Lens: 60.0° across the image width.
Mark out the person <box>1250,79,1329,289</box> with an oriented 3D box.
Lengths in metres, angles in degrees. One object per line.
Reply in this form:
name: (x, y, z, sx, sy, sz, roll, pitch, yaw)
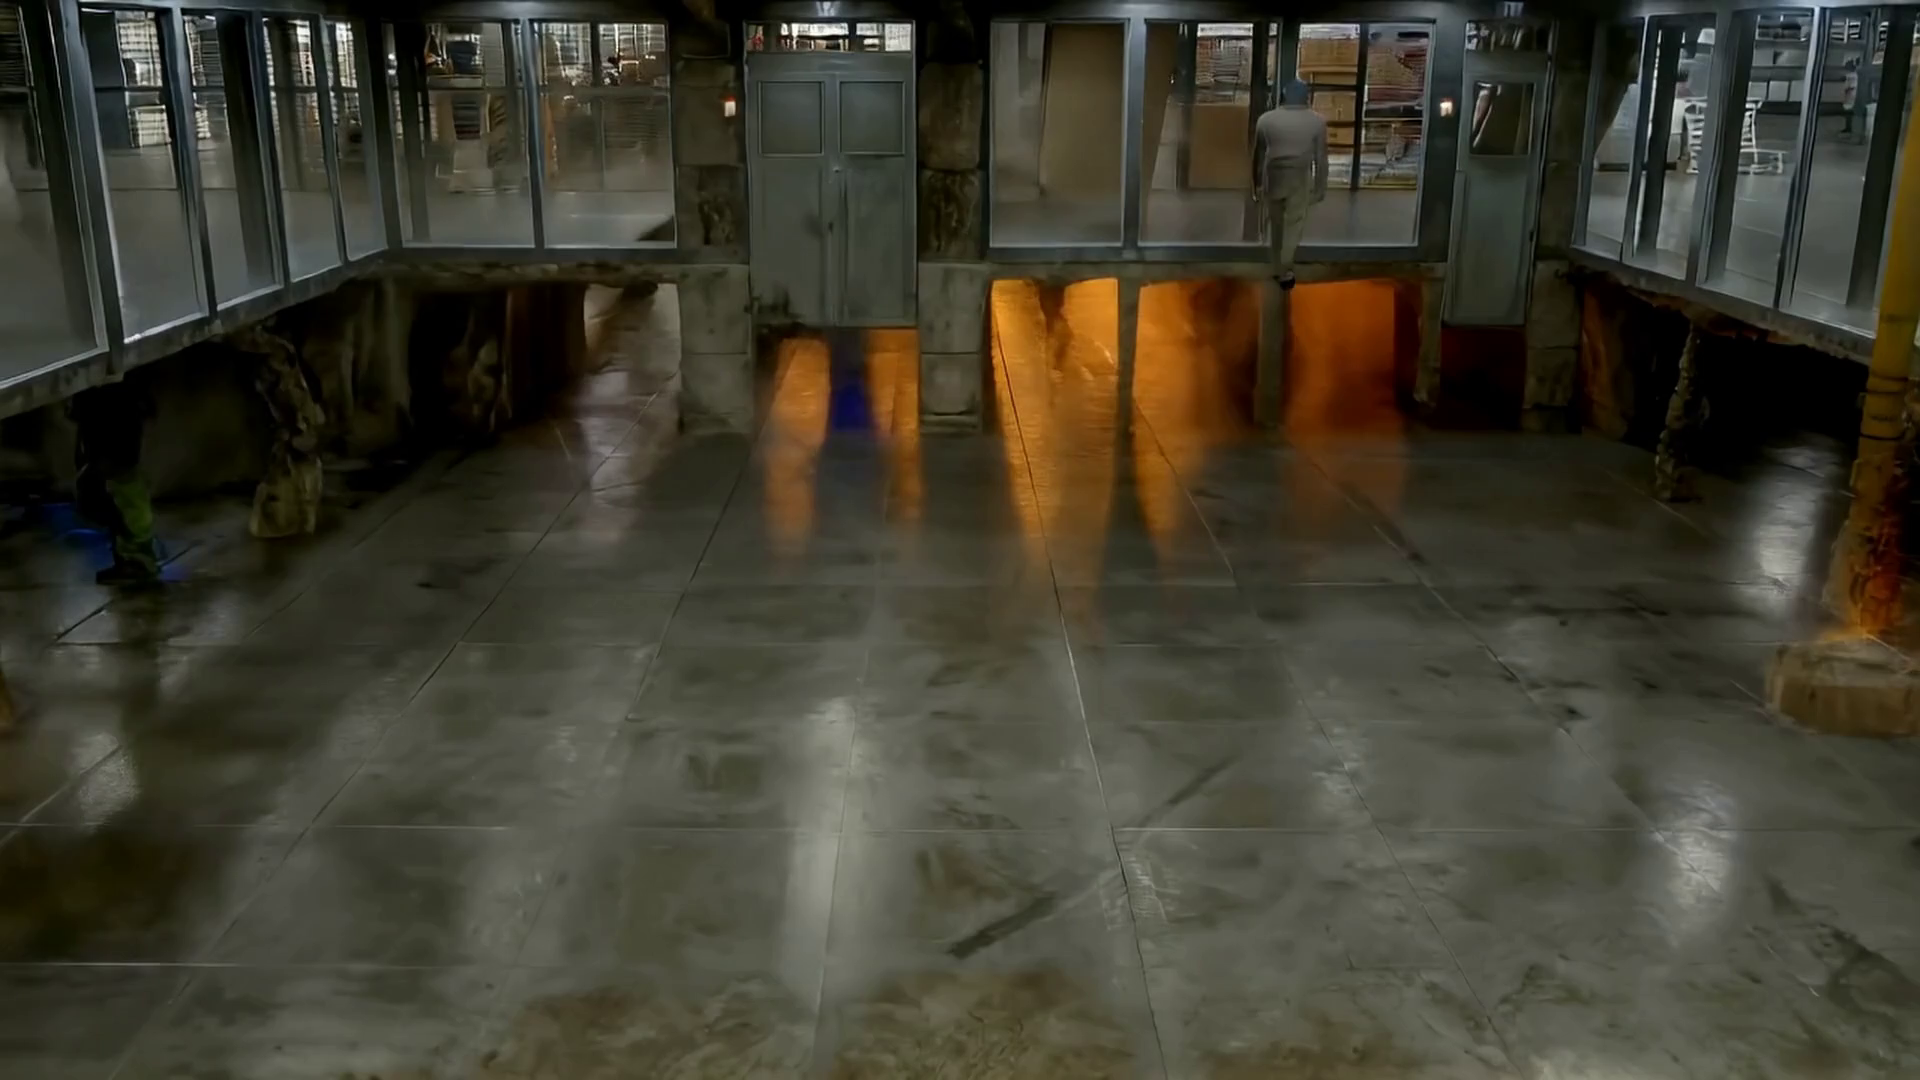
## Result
person: (3.069, -3.300, 15.392, 0.676, 1.861, 0.970, 6, 17, 19)
